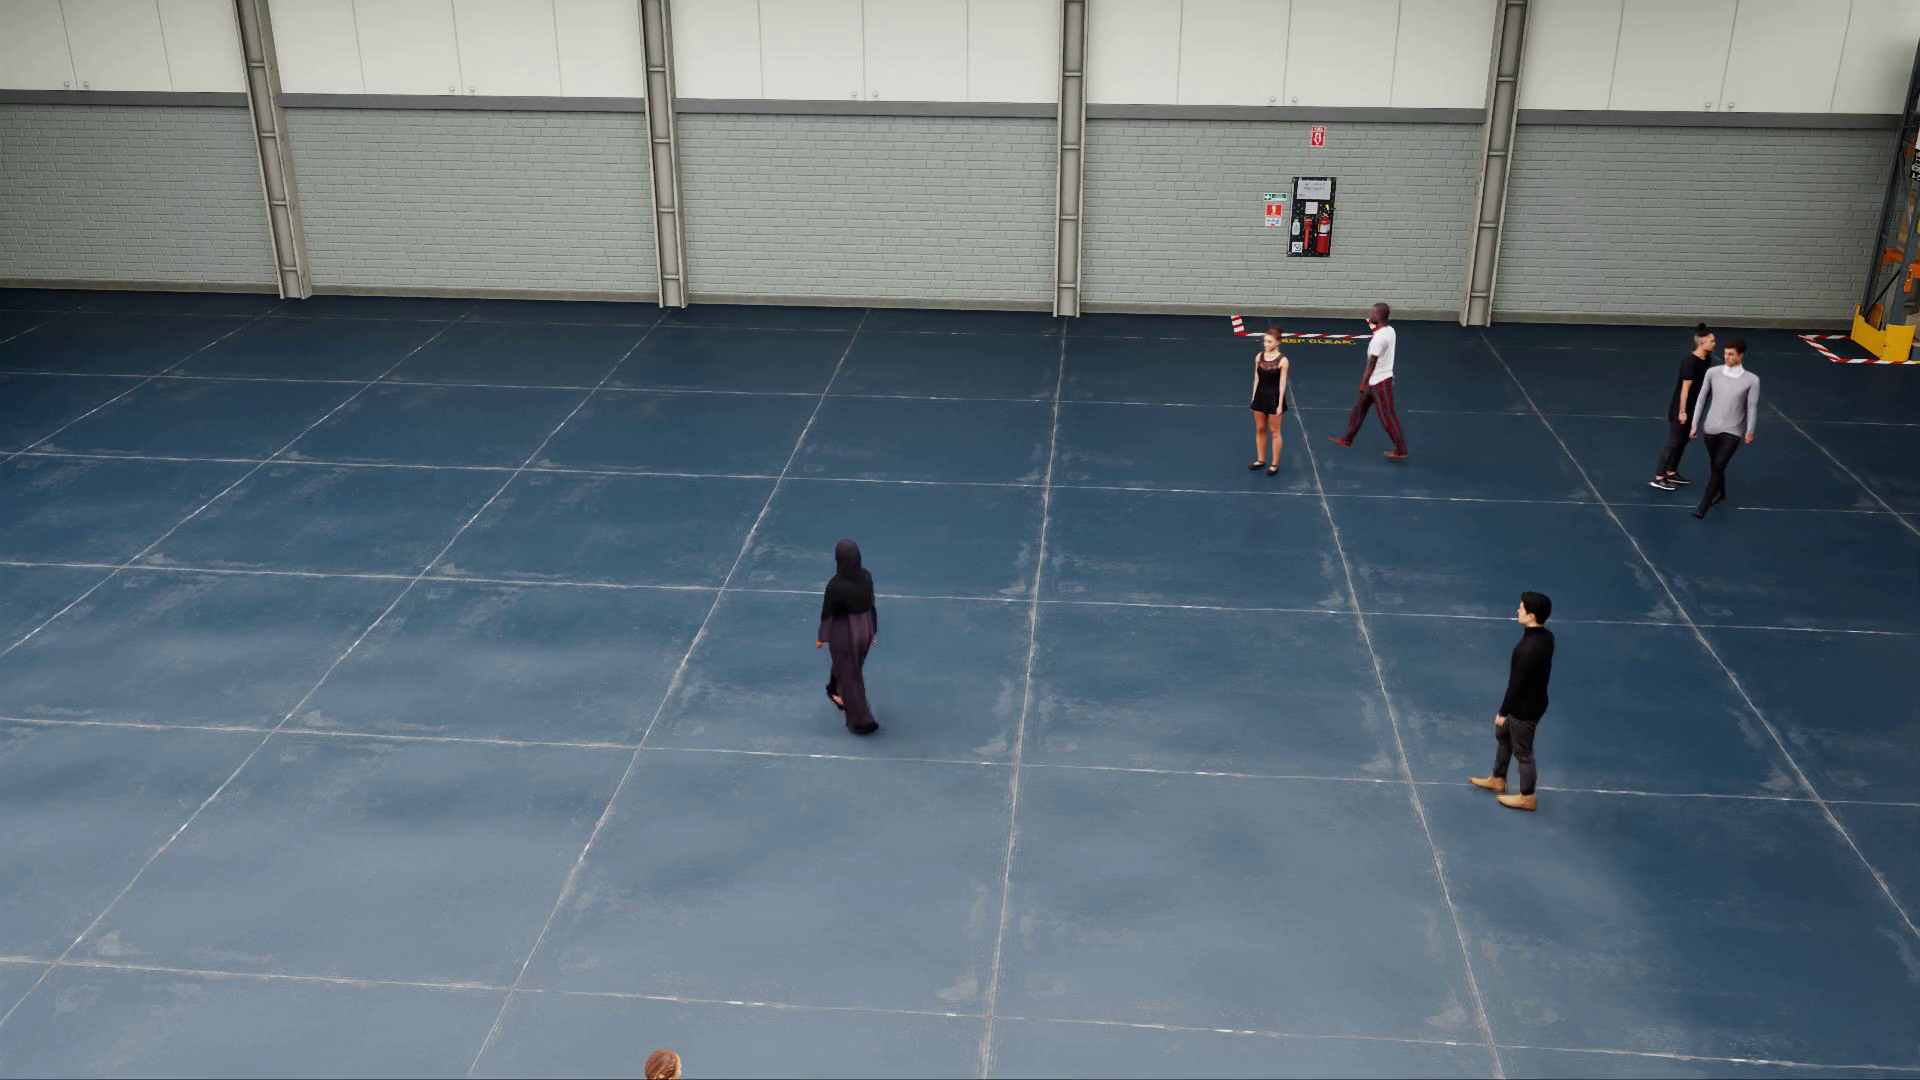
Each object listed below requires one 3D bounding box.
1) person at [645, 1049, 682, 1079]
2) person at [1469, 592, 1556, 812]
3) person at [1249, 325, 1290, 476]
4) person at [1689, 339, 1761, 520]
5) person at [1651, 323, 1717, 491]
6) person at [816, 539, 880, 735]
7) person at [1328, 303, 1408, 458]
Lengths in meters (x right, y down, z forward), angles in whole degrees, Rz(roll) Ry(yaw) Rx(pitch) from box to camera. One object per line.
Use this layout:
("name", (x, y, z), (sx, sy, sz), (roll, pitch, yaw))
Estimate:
("person", (-1.503, 3.043, 8.532), (0.553, 1.021, 0.498), (-15, 27, -32))
("person", (4.156, 1.192, 12.004), (0.905, 1.710, 0.836), (13, 26, 28))
("person", (3.457, -1.571, 18.540), (0.677, 1.680, 0.749), (21, 31, 40))
("person", (7.998, -1.165, 17.350), (1.319, 1.864, 1.260), (-18, 29, -36))
("person", (7.884, -1.460, 18.051), (0.769, 1.859, 0.812), (-21, 30, -40))
("person", (-0.821, 0.774, 13.115), (0.965, 1.609, 1.047), (-21, 31, -40))
("person", (4.837, -1.753, 18.846), (1.244, 1.776, 0.930), (10, 25, 23))
